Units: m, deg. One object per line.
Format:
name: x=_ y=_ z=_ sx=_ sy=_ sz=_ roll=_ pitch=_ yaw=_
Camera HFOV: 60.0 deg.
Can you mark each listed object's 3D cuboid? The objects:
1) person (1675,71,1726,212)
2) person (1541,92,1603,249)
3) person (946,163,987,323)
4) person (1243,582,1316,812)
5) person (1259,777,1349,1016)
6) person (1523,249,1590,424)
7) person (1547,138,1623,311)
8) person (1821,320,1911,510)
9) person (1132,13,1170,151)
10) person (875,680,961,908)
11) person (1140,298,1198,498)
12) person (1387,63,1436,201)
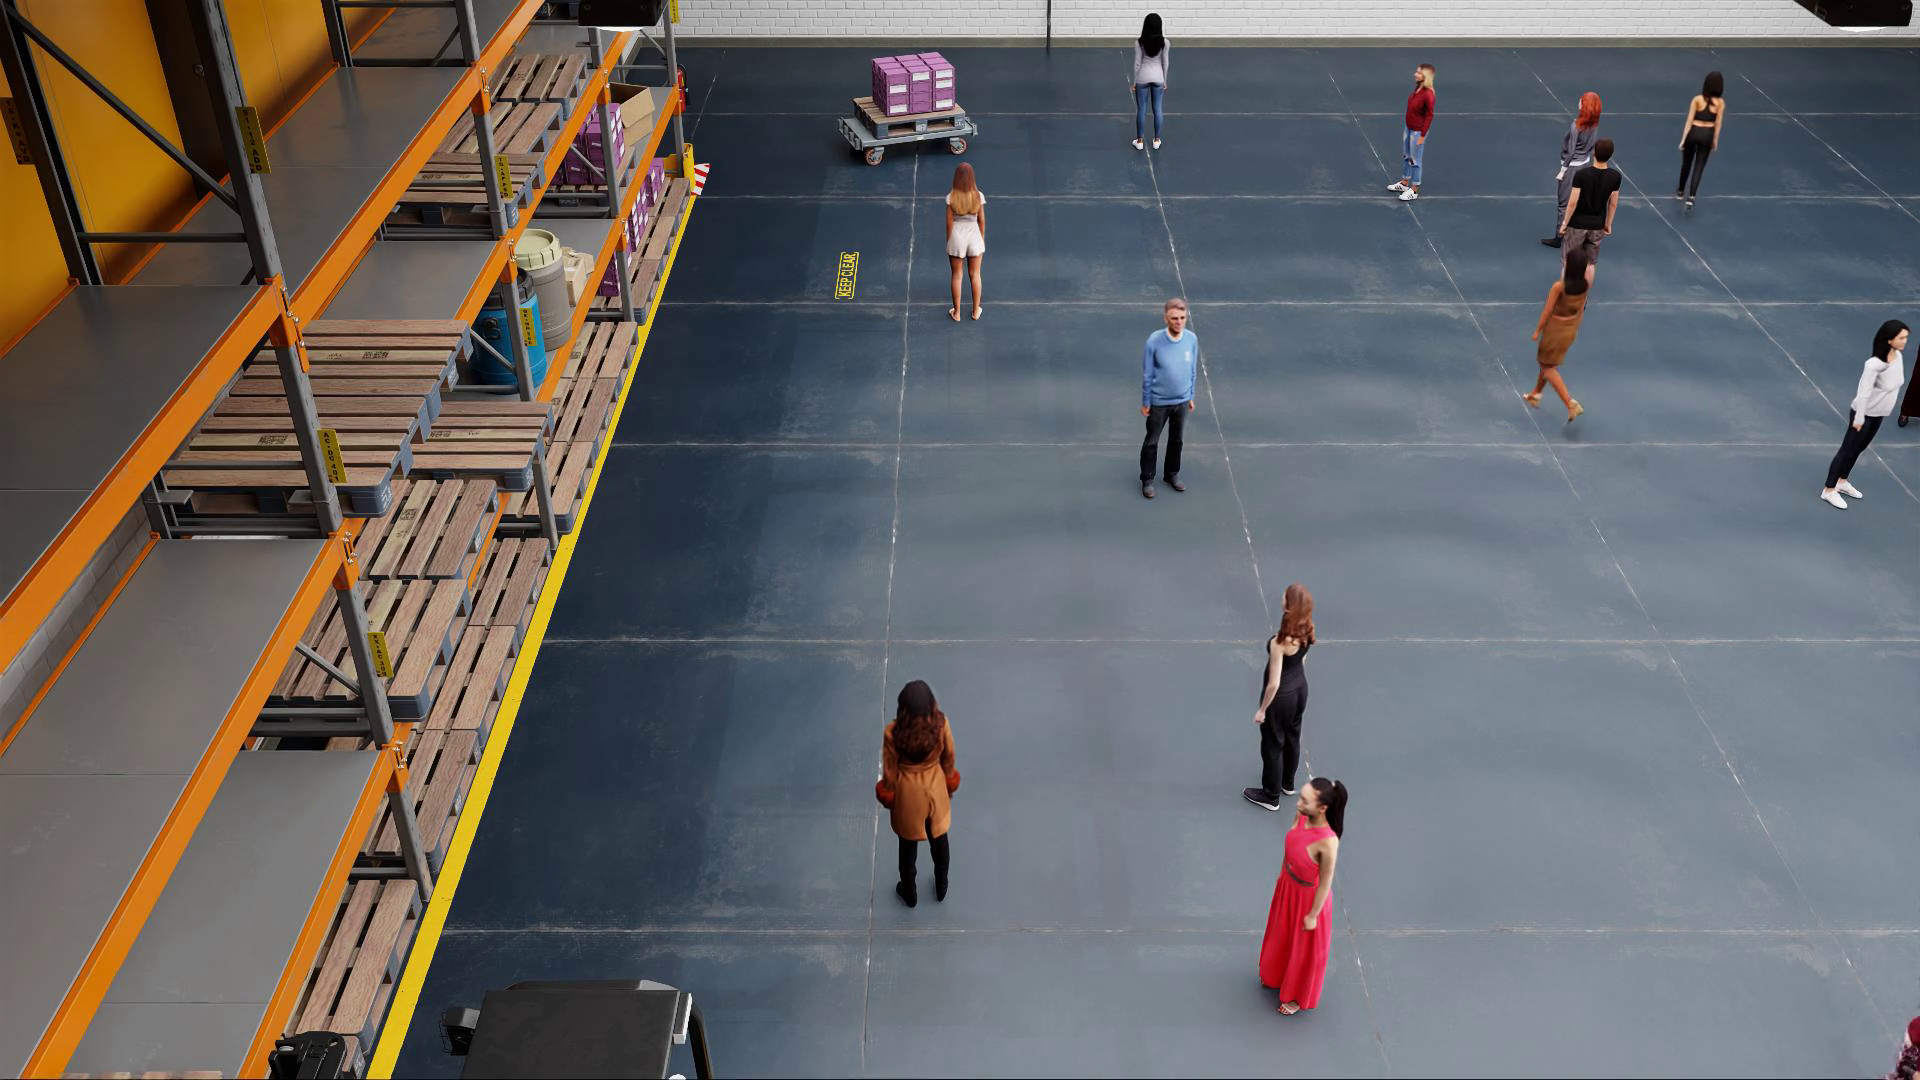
person: x=8.730 y=-4.685 z=19.632 sx=0.831 sy=1.616 sz=1.113 roll=14 pitch=36 yaw=20
person: x=6.907 y=-4.169 z=18.707 sx=0.658 sy=1.780 sz=0.684 roll=-22 pitch=40 yaw=-30
person: x=0.050 y=-3.068 z=17.126 sx=0.581 sy=1.697 sz=0.576 roll=-3 pitch=34 yaw=-5
person: x=2.139 y=1.022 z=10.927 sx=0.725 sy=1.747 sz=0.658 roll=27 pitch=42 yaw=35
person: x=1.957 y=2.013 z=9.454 sx=0.740 sy=1.727 sz=0.605 roll=-10 pitch=35 yaw=-14
person: x=5.555 y=-1.843 z=15.313 sx=0.884 sy=1.664 sz=1.075 roll=-17 pitch=37 yaw=-24
person: x=6.507 y=-3.275 z=17.289 sx=0.685 sy=1.861 sz=0.557 roll=1 pitch=34 yaw=1
person: x=7.724 y=-1.095 z=14.155 sx=0.710 sy=1.700 sz=0.749 roll=-23 pitch=40 yaw=-31
person: x=2.435 y=-5.878 z=21.319 sx=0.610 sy=1.735 sz=0.531 roll=-2 pitch=34 yaw=-3
person: x=-0.247 y=1.550 z=10.159 sx=0.734 sy=1.719 sz=0.671 roll=-7 pitch=34 yaw=-10
person: x=1.785 y=-1.245 z=14.273 sx=0.717 sy=1.820 sz=0.681 roll=-10 pitch=35 yaw=-15
person: x=5.476 y=-4.915 z=19.962 sx=0.700 sy=1.634 sz=0.519 roll=-5 pitch=34 yaw=-8
